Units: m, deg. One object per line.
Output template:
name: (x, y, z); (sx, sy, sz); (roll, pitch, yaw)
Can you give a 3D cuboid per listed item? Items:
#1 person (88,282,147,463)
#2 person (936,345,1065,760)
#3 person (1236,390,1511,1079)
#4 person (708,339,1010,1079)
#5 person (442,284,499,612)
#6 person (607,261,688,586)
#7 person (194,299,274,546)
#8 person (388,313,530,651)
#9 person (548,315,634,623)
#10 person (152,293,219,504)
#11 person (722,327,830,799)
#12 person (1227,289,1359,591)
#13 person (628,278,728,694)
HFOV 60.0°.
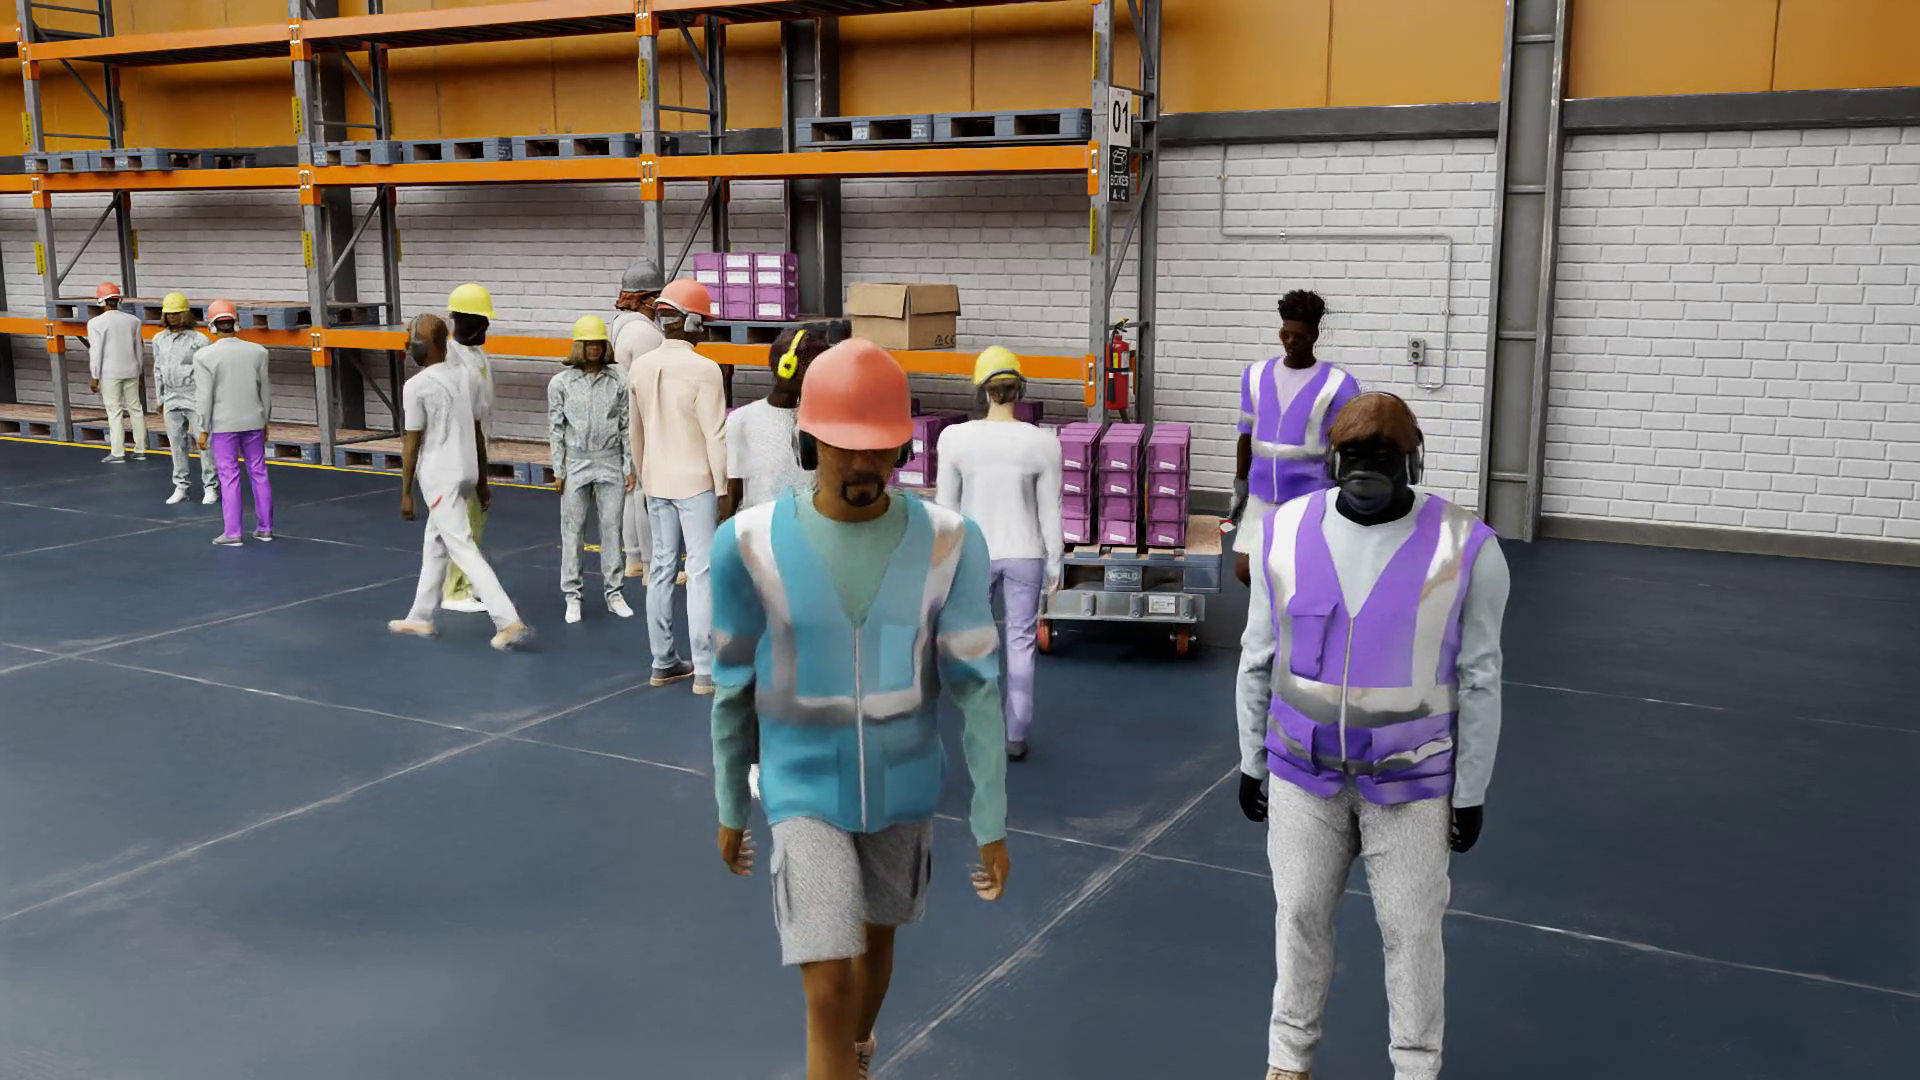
person: (-8.216, -1.631, 16.197); (0.328, 1.753, 0.560); (6, 12, 28)
person: (0.166, 0.078, 6.833); (0.537, 1.746, 0.490); (0, 10, 1)
person: (0.963, 0.555, 4.004); (0.629, 1.835, 0.429); (5, 12, 26)
person: (-0.218, 0.553, 3.624); (0.621, 1.978, 1.095); (-2, 11, -12)
person: (-2.873, -0.529, 9.710); (0.400, 1.917, 0.669); (1, 10, 6)
person: (-1.944, -0.742, 10.543); (0.538, 2.000, 0.683); (-5, 12, -28)
person: (-5.179, -0.834, 11.850); (0.339, 1.745, 0.561); (8, 13, 36)
person: (-2.696, -0.305, 8.848); (0.989, 1.795, 0.521); (4, 11, 22)
person: (-2.092, -0.405, 9.504); (0.486, 1.746, 0.290); (-5, 12, -26)
person: (-6.350, -1.148, 13.614); (0.485, 1.738, 0.346); (1, 10, 4)
person: (-0.722, 0.057, 6.741); (0.635, 1.839, 0.641); (-5, 12, -28)
person: (1.604, -0.236, 8.027); (0.640, 1.946, 0.509); (8, 13, 36)
person: (-1.317, -0.255, 8.017); (0.608, 1.987, 0.388); (7, 13, 34)
